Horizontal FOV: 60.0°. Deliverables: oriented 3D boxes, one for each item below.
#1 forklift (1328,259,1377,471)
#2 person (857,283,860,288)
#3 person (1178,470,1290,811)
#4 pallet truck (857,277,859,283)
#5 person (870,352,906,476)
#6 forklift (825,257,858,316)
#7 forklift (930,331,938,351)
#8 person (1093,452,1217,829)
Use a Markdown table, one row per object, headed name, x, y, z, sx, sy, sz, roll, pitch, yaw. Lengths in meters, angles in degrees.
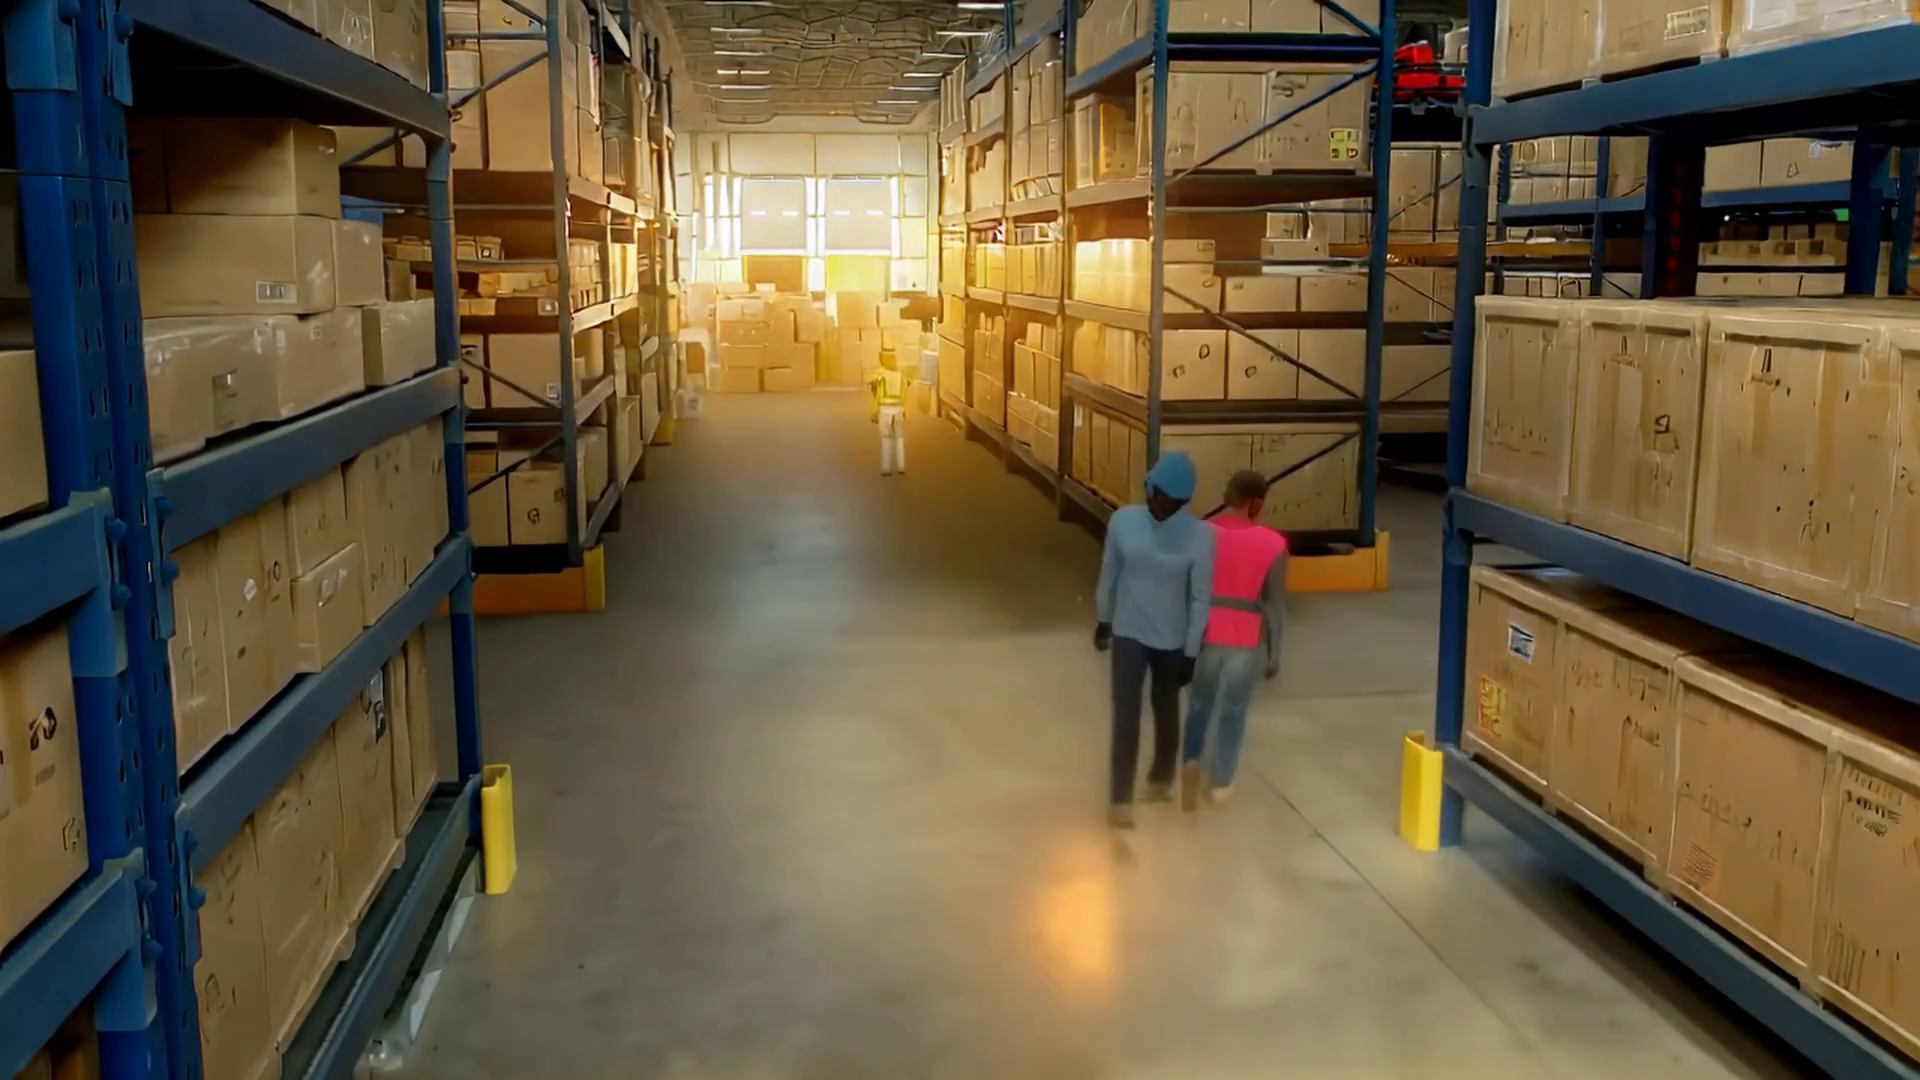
| name | x | y | z | sx | sy | sz | roll | pitch | yaw |
| --- | --- | --- | --- | --- | --- | --- | --- | --- | --- |
| forklift | 4.845 | -2.410 | 22.595 | 1.129 | 2.768 | 1.873 | -1 | 10 | -7 |
| person | -3.683 | -8.215 | 59.288 | 0.356 | 1.885 | 0.574 | 8 | 13 | 40 |
| person | 1.379 | 0.538 | 8.614 | 0.615 | 1.804 | 0.725 | 3 | 10 | 17 |
| pallet truck | -3.782 | -9.391 | 65.808 | 1.885 | 1.965 | 0.823 | 2 | 10 | 10 |
| person | -0.932 | -1.644 | 21.770 | 0.530 | 1.630 | 0.328 | -8 | 13 | -39 |
| forklift | -3.425 | -6.810 | 48.214 | 1.129 | 2.768 | 1.873 | -3 | 10 | -16 |
| forklift | 0.242 | -5.144 | 38.515 | 1.129 | 2.768 | 1.873 | -8 | 13 | -39 |
| person | 0.948 | 0.500 | 8.434 | 0.679 | 1.921 | 0.980 | 4 | 10 | 20 |
